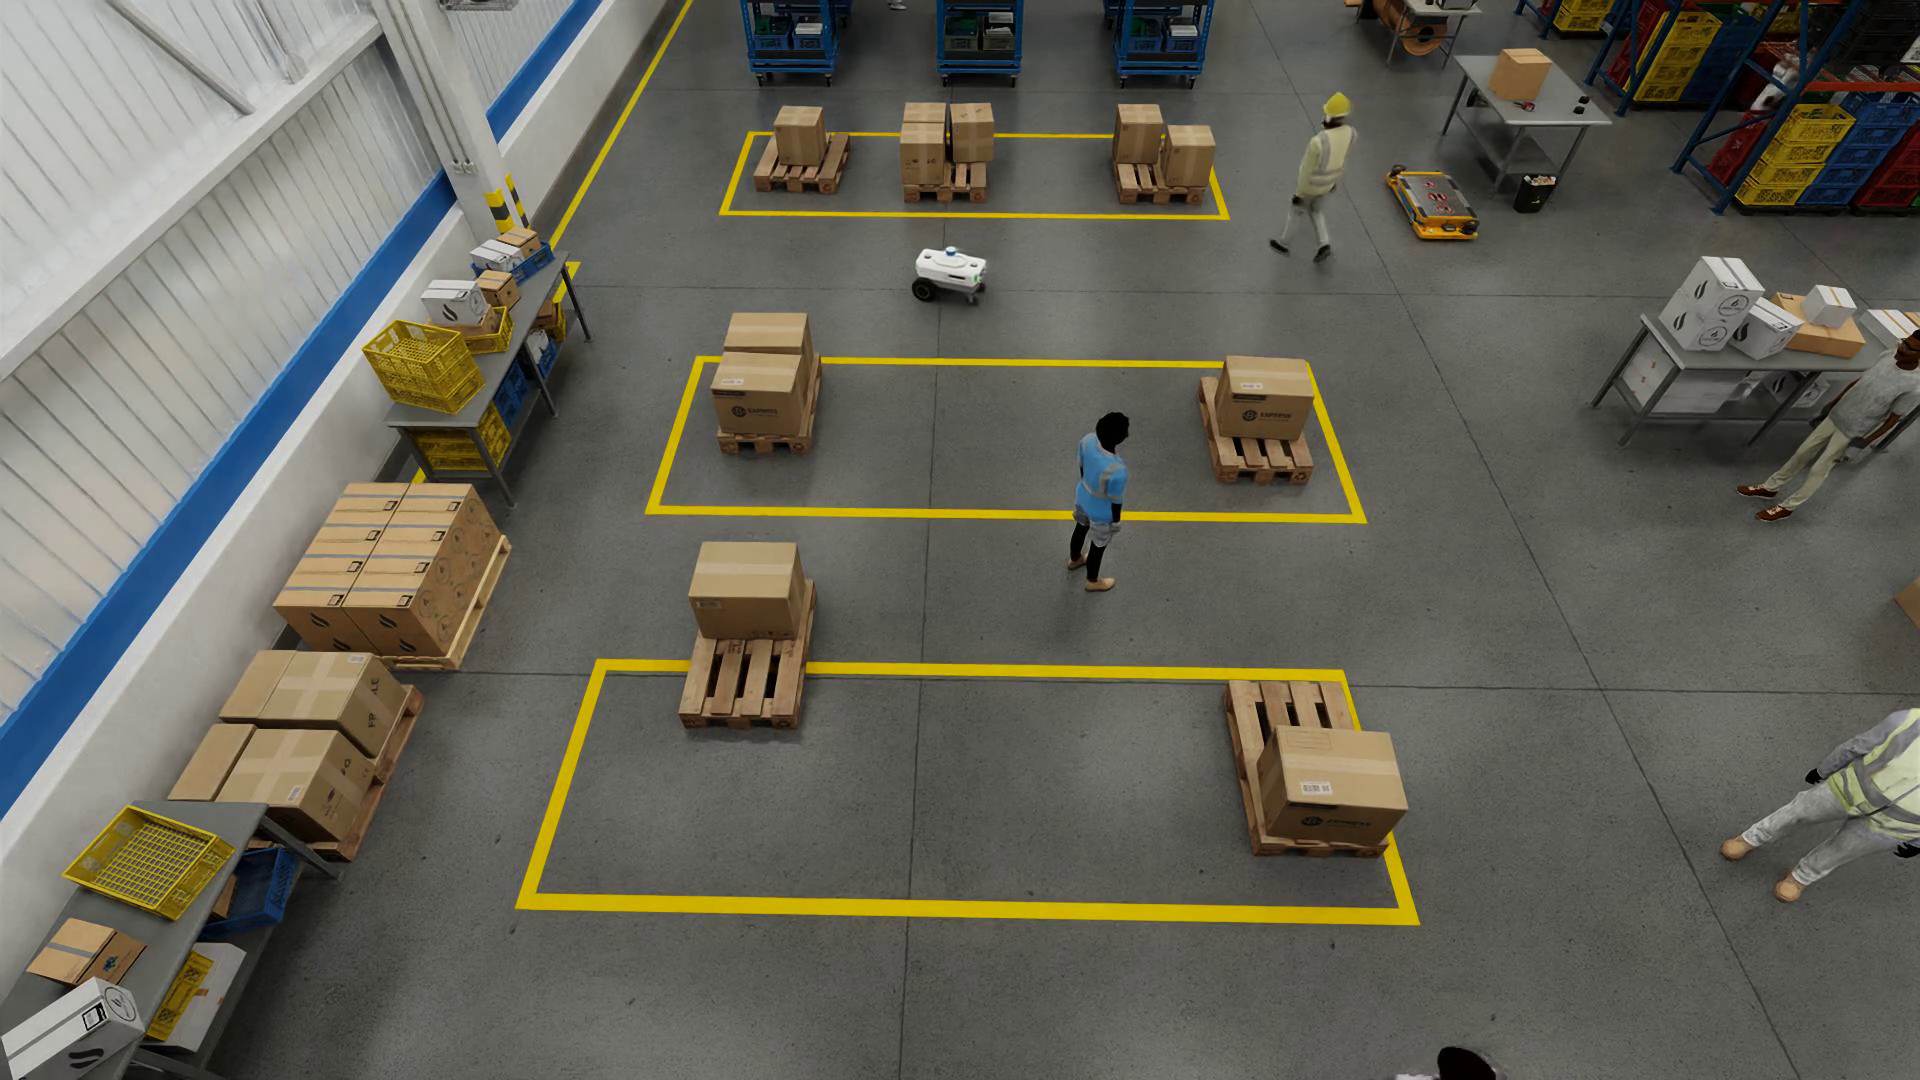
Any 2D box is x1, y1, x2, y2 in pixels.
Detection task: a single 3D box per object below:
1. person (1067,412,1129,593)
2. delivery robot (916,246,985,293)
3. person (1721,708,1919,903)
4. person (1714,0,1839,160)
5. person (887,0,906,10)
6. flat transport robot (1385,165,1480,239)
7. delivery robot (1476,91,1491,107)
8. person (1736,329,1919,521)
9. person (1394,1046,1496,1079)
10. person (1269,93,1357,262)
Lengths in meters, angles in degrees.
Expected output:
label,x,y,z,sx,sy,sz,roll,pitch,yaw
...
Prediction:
label,x,y,z,sx,sy,sz,roll,pitch,yaw
person,1.038,-0.274,6.814,0.321,1.697,0.529,-19,52,-16
delivery robot,-0.097,-2.889,9.769,0.707,0.478,0.477,14,51,12
person,5.173,1.498,5.187,0.429,1.844,0.625,-27,54,-21
person,10.172,-5.667,11.364,0.371,1.884,0.619,27,54,22
person,-1.097,-9.563,14.891,0.307,1.643,0.514,-11,50,-9
flat transport robot,5.692,-4.094,11.059,0.652,0.197,1.431,1,49,1
delivery robot,7.525,-6.373,12.785,0.477,0.478,0.707,31,56,24
person,6.968,-0.890,7.235,0.329,1.873,0.515,1,49,1
person,2.056,2.730,4.105,0.700,1.875,0.367,23,53,19
person,3.855,-3.815,9.808,0.602,1.813,0.692,-23,53,-18
